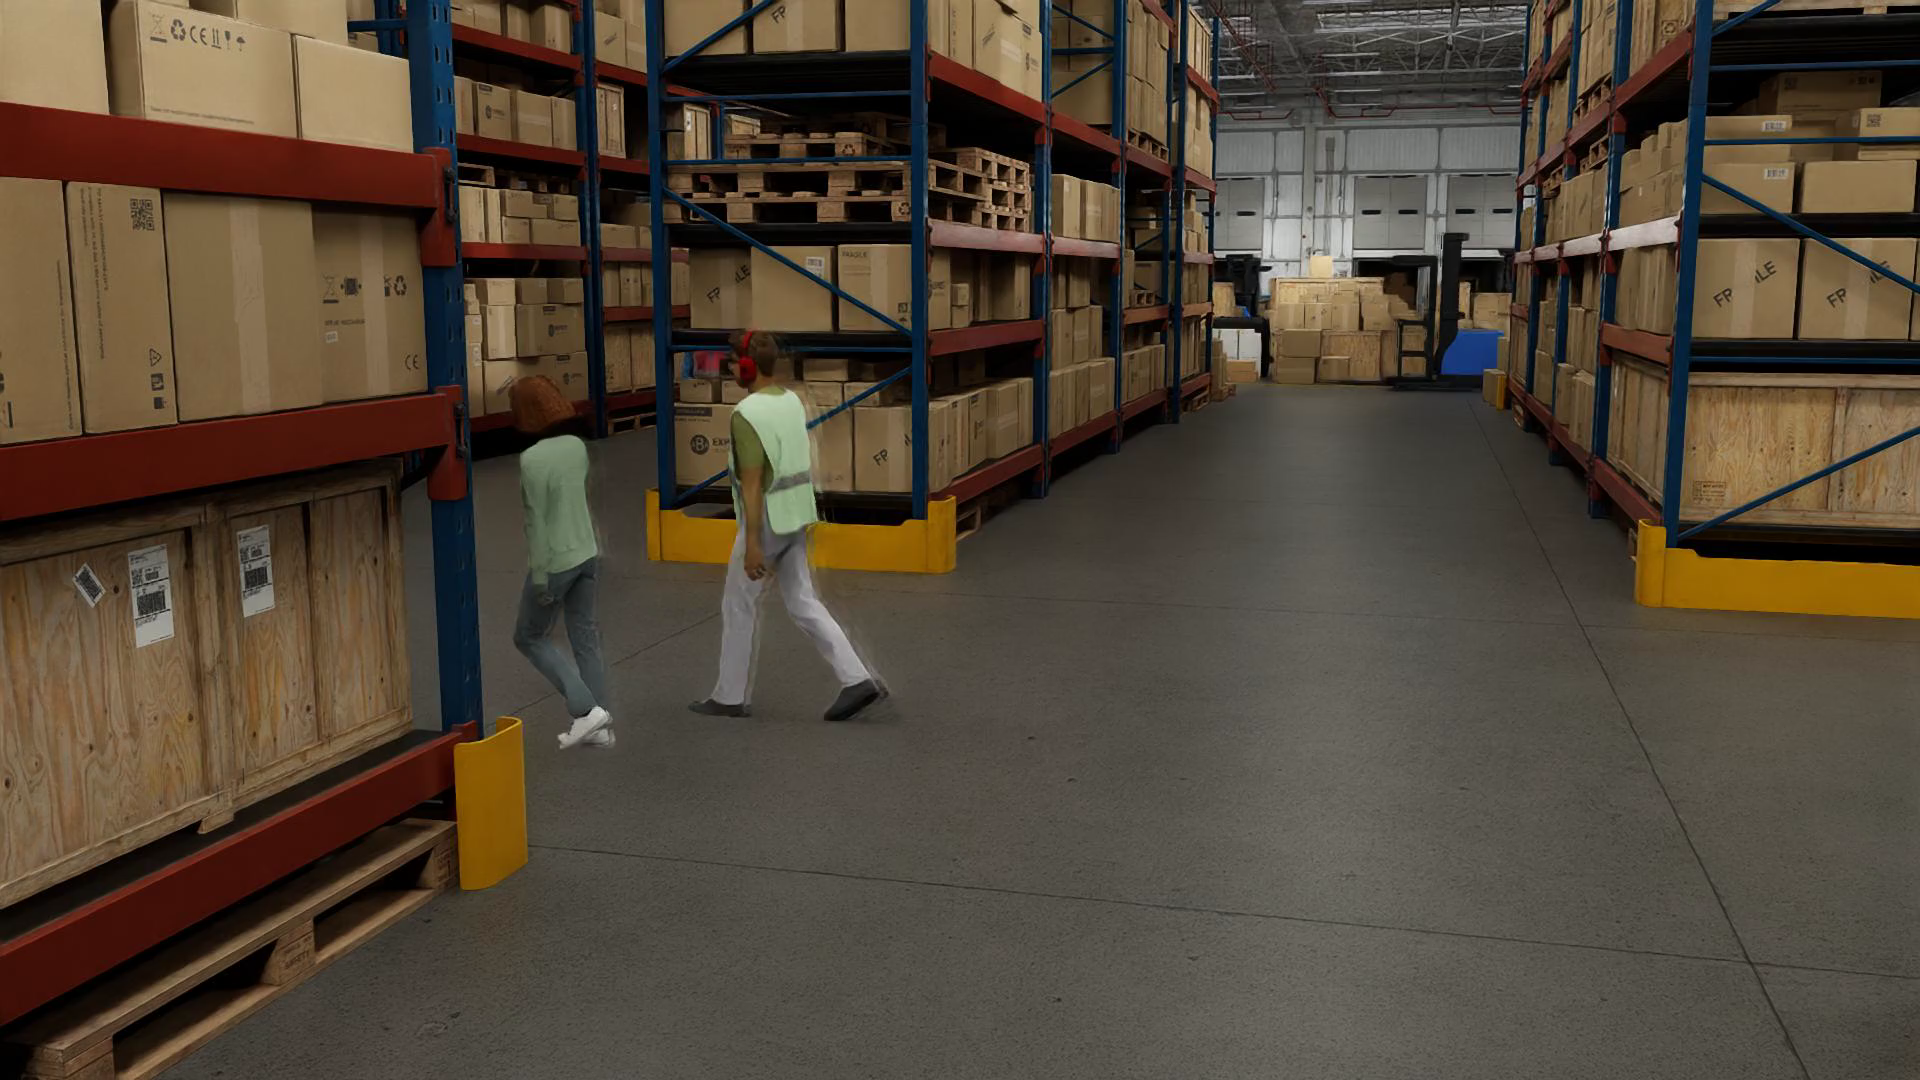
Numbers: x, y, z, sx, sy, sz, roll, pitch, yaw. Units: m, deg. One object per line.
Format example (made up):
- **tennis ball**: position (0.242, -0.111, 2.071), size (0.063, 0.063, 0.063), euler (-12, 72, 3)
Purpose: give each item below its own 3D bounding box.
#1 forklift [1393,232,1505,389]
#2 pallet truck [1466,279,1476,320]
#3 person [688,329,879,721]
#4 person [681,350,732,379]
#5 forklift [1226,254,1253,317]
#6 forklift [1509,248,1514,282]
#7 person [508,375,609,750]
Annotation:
- **forklift**: position (8.814, -4.109, 29.877), size (1.873, 2.768, 1.129), euler (2, 9, 15)
- **pallet truck**: position (18.896, -8.459, 60.307), size (1.885, 1.965, 0.823), euler (5, 10, 31)
- **person**: position (-0.796, -0.052, 7.553), size (0.901, 1.810, 0.607), euler (4, 10, 22)
- **person**: position (-2.393, -1.411, 16.178), size (0.648, 1.790, 0.985), euler (1, 9, 8)
- **forklift**: position (9.270, -8.127, 55.406), size (1.873, 2.768, 1.129), euler (-7, 11, -38)
- **forklift**: position (15.279, -6.473, 44.896), size (1.129, 2.768, 1.873), euler (6, 10, 31)
- **person**: position (-1.695, 0.112, 7.045), size (0.360, 1.619, 0.533), euler (3, 10, 20)
